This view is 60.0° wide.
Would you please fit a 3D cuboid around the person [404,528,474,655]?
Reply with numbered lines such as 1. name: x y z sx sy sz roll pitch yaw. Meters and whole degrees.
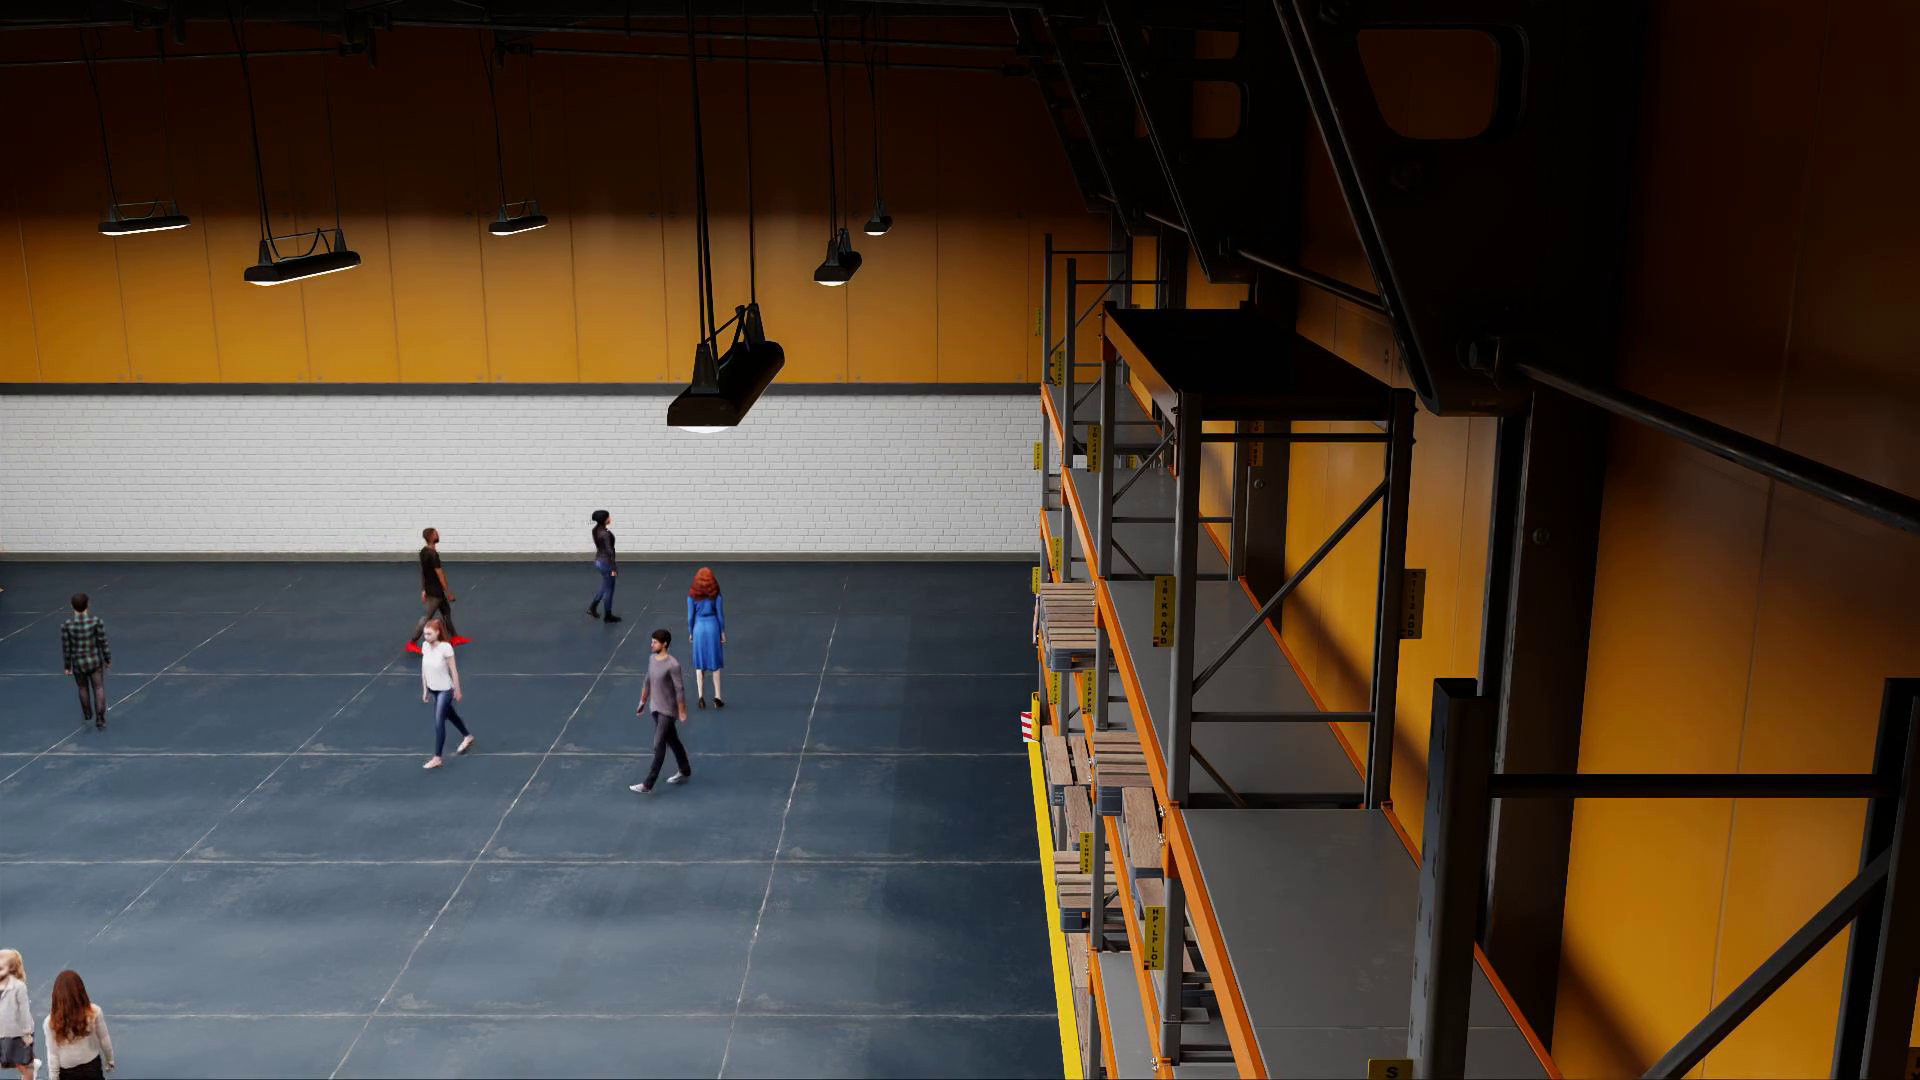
1. person: -7.406 0.747 23.143 1.126 1.768 1.229 -8 16 -31

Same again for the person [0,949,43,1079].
1. person: -7.005 3.611 12.388 0.563 1.264 0.689 2 14 9

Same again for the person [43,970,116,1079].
1. person: -6.090 3.719 11.532 0.875 1.456 1.063 -8 16 -29

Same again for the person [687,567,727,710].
1. person: -3.201 1.238 20.988 0.608 1.827 0.556 0 14 1

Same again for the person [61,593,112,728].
1. person: -10.716 1.505 20.417 0.961 1.686 1.151 -6 15 -22

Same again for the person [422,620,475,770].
1. person: -5.927 1.735 19.229 0.910 1.688 1.193 6 15 24

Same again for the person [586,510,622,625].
1. person: -5.329 0.410 24.601 0.866 1.737 0.817 -8 16 -30

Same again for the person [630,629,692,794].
1. person: -3.195 1.865 18.424 1.146 1.814 1.136 -10 17 -37

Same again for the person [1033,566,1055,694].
1. person: 1.174 1.178 21.426 0.672 1.739 0.688 8 16 31
